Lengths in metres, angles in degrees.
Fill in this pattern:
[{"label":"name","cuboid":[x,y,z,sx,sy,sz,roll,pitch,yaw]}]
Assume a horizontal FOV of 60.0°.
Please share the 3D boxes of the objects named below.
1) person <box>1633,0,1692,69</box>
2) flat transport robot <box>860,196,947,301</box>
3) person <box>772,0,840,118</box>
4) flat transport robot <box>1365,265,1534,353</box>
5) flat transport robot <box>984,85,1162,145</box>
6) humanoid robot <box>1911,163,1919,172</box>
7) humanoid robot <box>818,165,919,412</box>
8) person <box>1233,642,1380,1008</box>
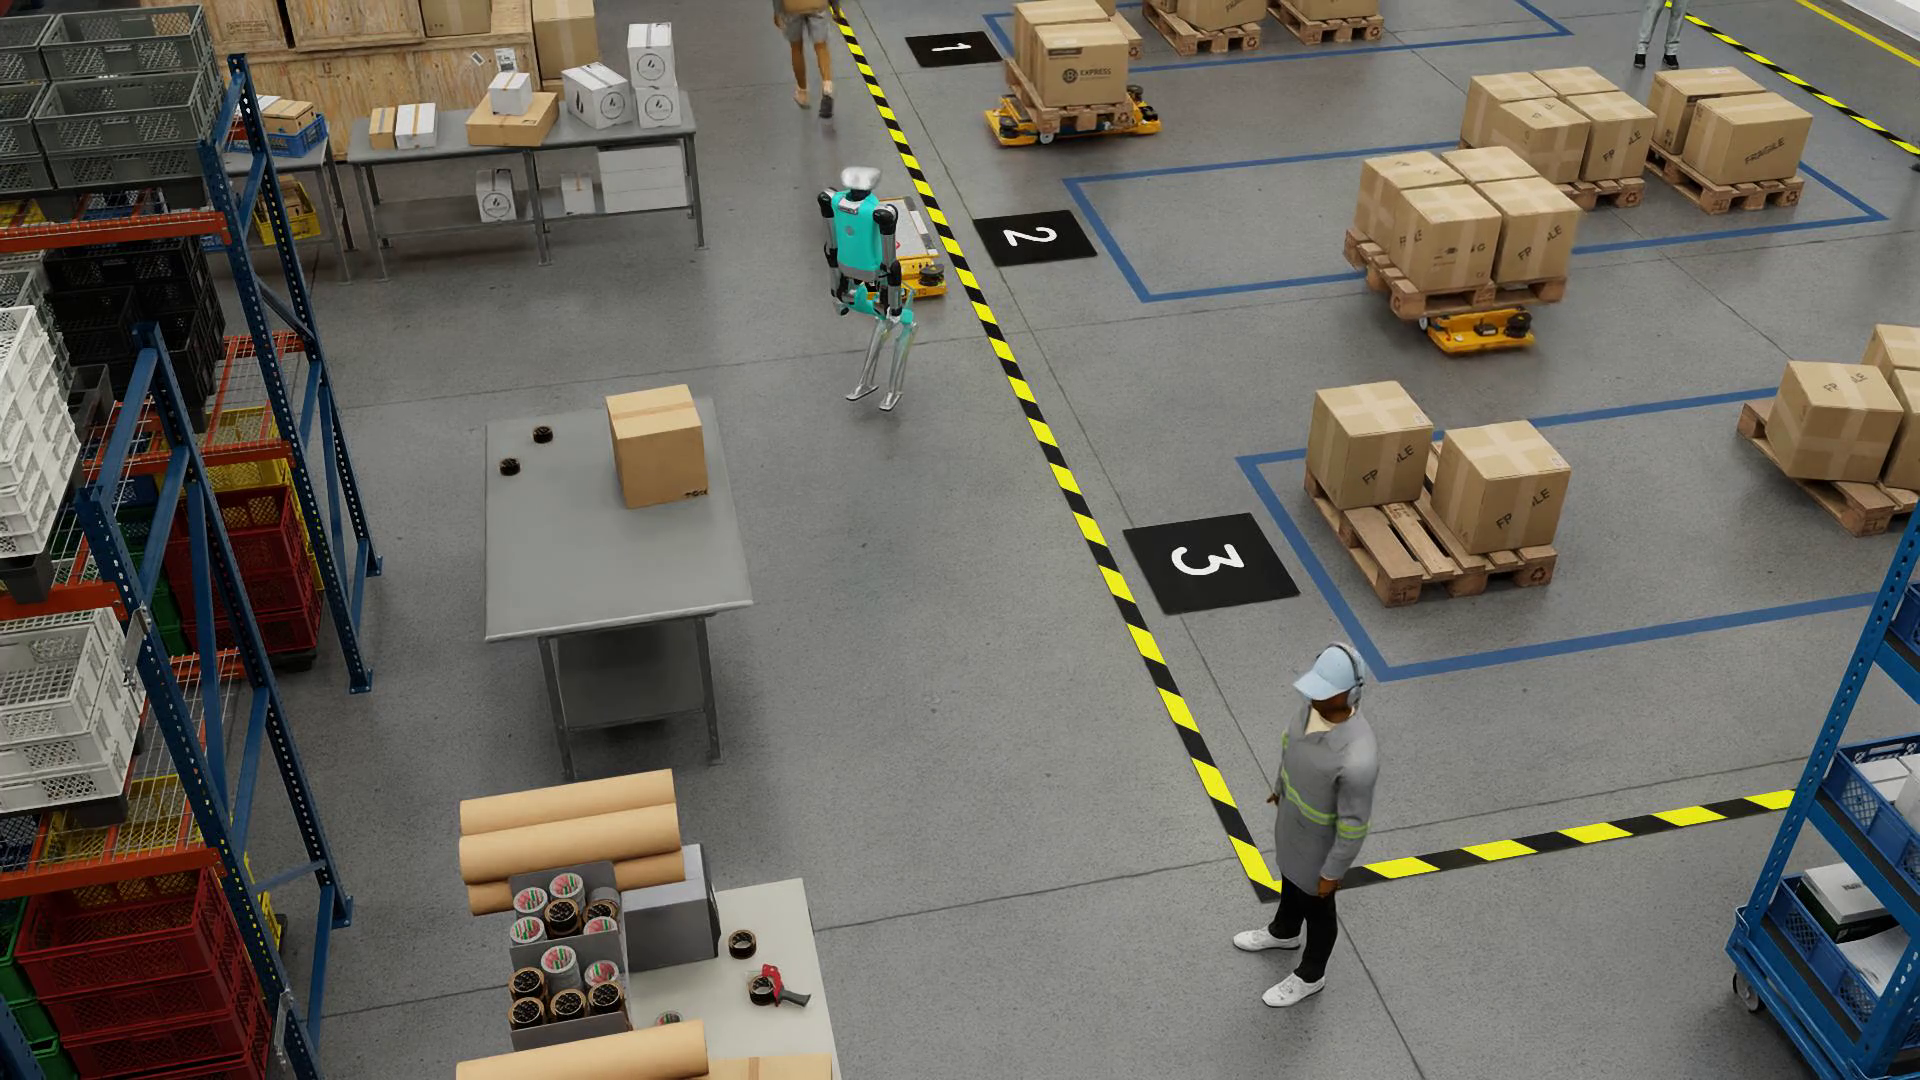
[{"label":"person","cuboid":[6.632,-5.267,15.318,0.589,1.837,0.404,3,37,4]},{"label":"flat transport robot","cuboid":[-0.570,-2.220,12.538,0.659,0.231,1.431,-8,37,-10]},{"label":"person","cuboid":[-1.317,-4.619,14.299,0.614,2.017,0.799,-9,38,-12]},{"label":"flat transport robot","cuboid":[3.490,-1.803,11.953,0.652,0.197,1.431,-8,37,-10]},{"label":"flat transport robot","cuboid":[0.982,-3.723,14.534,1.431,0.197,0.652,-8,37,-10]},{"label":"humanoid robot","cuboid":[8.097,-3.704,13.347,0.603,1.647,0.351,-13,39,-17]},{"label":"humanoid robot","cuboid":[-0.483,-1.627,10.399,0.533,1.676,0.735,20,41,25]},{"label":"person","cuboid":[1.398,1.139,6.696,0.372,1.852,0.596,-8,37,-11]}]
